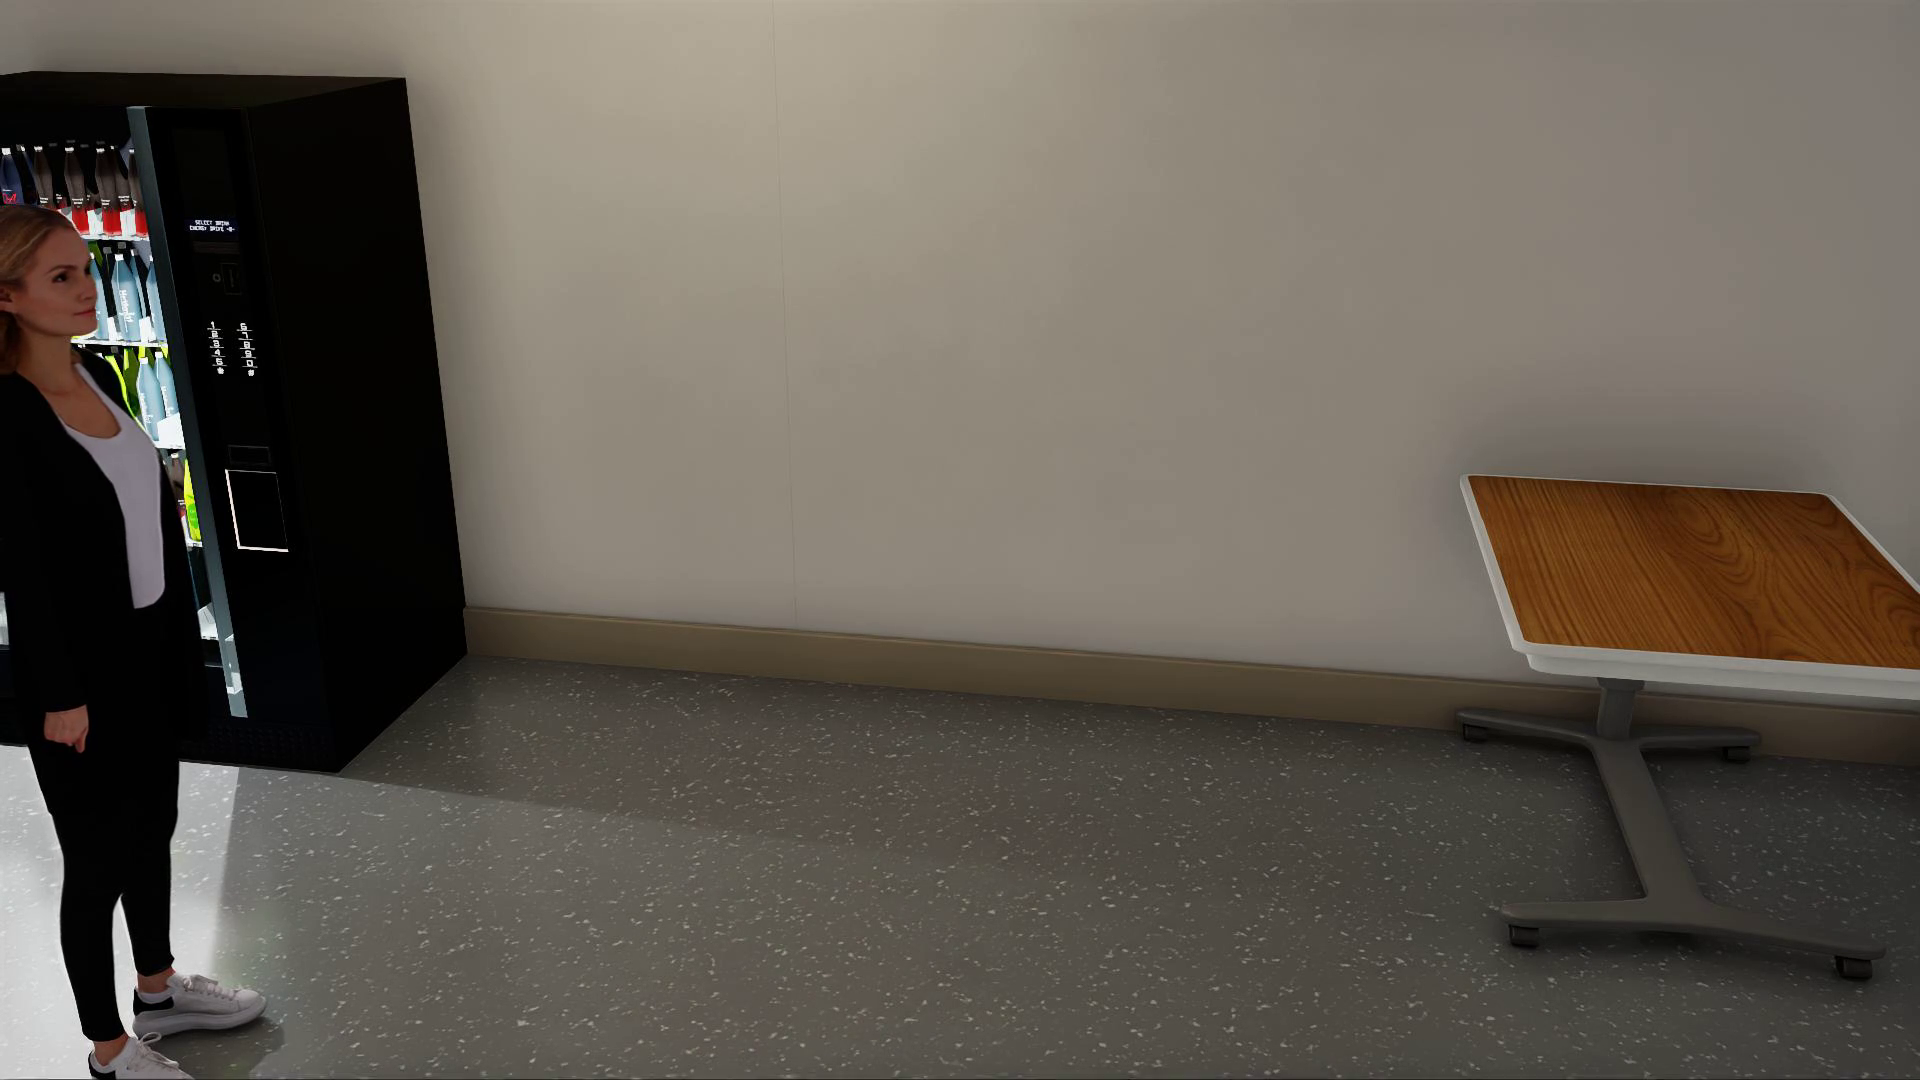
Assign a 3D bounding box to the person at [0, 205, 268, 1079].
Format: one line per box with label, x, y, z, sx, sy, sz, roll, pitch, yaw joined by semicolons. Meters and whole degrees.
person;-1.666;0.258;3.221;0.557;1.800;0.639;0;21;0
